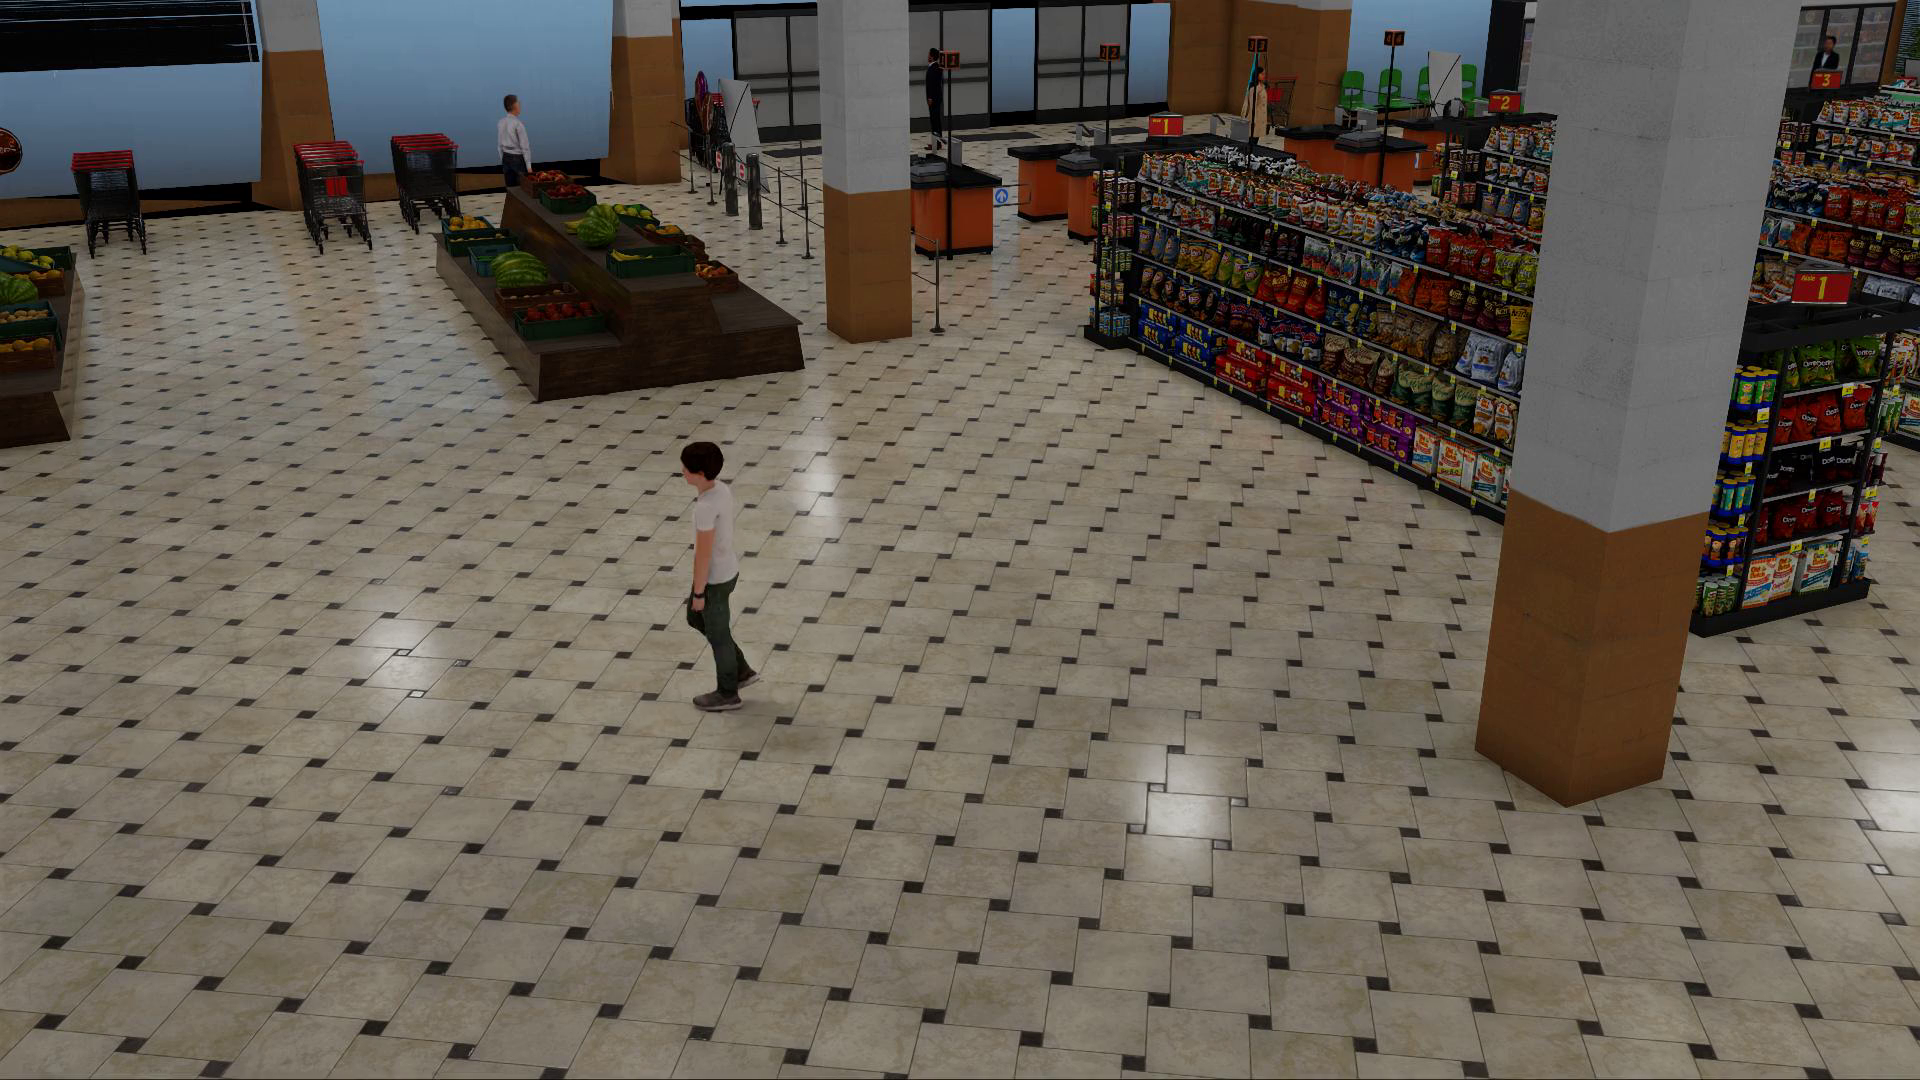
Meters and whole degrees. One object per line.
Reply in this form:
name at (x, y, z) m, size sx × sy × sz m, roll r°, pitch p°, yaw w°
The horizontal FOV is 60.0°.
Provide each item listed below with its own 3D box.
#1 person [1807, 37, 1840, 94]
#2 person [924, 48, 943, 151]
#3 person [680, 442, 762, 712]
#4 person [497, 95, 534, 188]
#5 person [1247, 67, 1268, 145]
person at (15.576, -8.151, 30.067) m, size 0.710 × 1.831 × 0.568 m, roll -18°, pitch 28°, yaw -37°
person at (-0.446, -7.733, 29.167) m, size 0.768 × 1.726 × 0.680 m, roll 5°, pitch 22°, yaw 13°
person at (-1.323, 0.219, 9.479) m, size 0.782 × 1.651 × 0.718 m, roll 0°, pitch 22°, yaw 1°
person at (-5.995, -5.080, 22.443) m, size 0.694 × 1.817 × 0.798 m, roll 12°, pitch 25°, yaw 28°
person at (4.760, -6.763, 26.812) m, size 0.731 × 1.682 × 0.706 m, roll 11°, pitch 24°, yaw 26°
